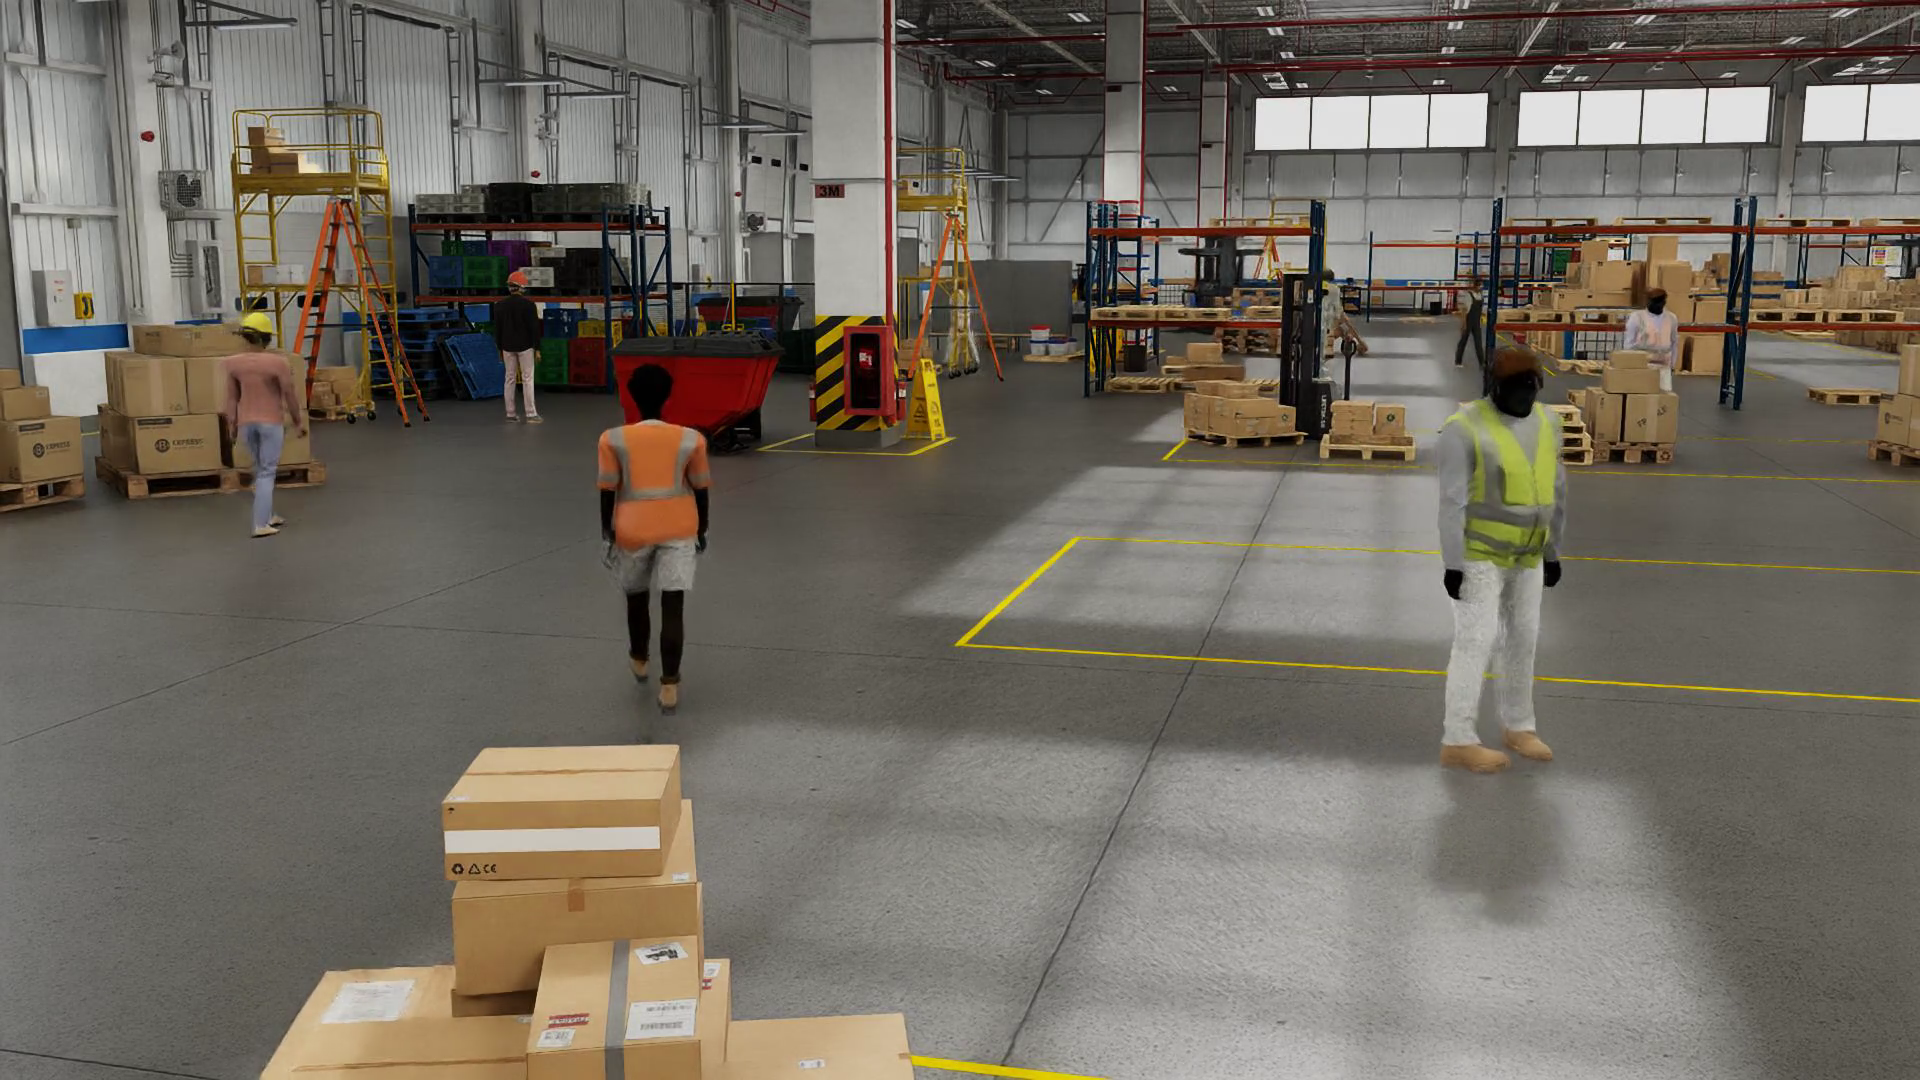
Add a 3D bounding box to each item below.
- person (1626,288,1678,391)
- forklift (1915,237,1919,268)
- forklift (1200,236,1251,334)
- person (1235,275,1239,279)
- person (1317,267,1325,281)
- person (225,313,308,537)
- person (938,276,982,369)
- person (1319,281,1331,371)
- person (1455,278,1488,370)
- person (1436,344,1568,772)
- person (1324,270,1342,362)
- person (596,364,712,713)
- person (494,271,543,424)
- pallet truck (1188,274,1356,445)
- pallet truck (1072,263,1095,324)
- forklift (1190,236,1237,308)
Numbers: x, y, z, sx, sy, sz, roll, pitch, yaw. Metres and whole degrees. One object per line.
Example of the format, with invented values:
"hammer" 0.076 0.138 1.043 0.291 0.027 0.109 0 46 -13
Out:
"person" 8.190 -2.073 19.728 0.632 1.830 0.480 0 10 -3
"forklift" 30.061 -8.058 51.847 1.873 2.768 1.129 2 10 14
"forklift" 7.299 -7.241 47.041 1.873 2.768 1.129 -6 11 -30
"person" 8.616 -7.474 52.064 0.521 1.638 0.309 6 11 30
"person" 10.418 -7.049 48.823 0.681 1.892 0.678 3 10 19
"person" -5.449 -0.914 13.145 0.533 1.742 0.737 2 10 11
"person" 0.017 -4.236 32.444 1.020 1.832 0.585 8 13 40
"person" 6.873 -4.077 31.779 0.486 1.736 0.331 -4 10 -21
"person" 9.969 -4.183 32.281 0.546 1.792 0.824 -5 11 -29
"person" 2.324 0.071 7.126 0.676 1.826 0.472 -5 11 -25
"person" 7.686 -4.661 34.674 0.765 1.912 0.651 -9 13 -43
"person" -1.494 -0.034 8.185 0.555 1.649 0.855 -2 10 -11
"person" -5.788 -2.521 21.848 0.621 1.992 0.397 2 10 12
"pallet truck" 3.653 -2.138 19.590 1.885 1.965 0.823 -4 10 -20
"pallet truck" 4.325 -8.180 55.162 0.823 1.965 1.885 6 11 31
"forklift" 8.049 -7.856 50.659 1.873 2.768 1.129 -2 10 -13
